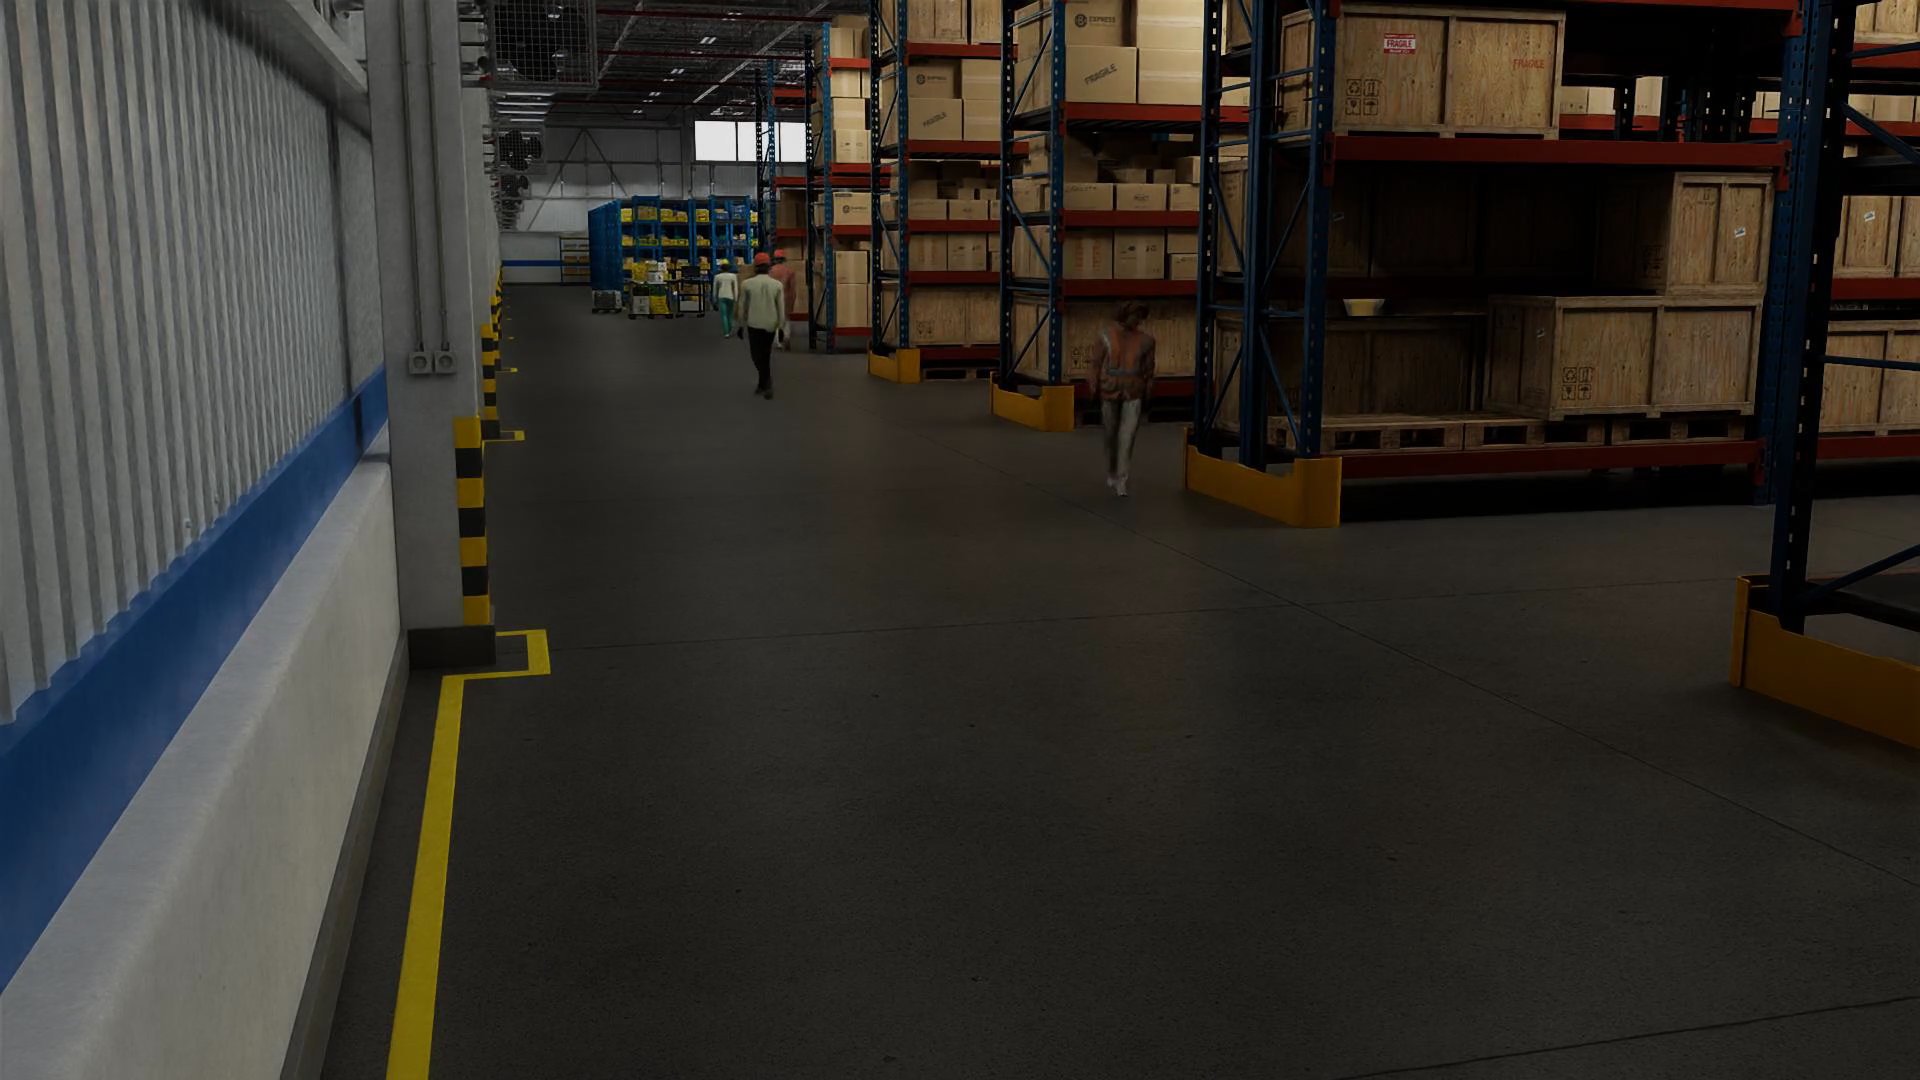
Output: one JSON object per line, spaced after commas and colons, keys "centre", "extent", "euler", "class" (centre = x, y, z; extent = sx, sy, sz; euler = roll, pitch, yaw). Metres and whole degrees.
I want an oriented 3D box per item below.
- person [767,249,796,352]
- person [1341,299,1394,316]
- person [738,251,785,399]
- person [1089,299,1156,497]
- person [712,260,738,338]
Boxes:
{"centre": [-3.506, -4.627, 32.203], "extent": [0.628, 1.953, 0.933], "euler": [-2, 10, -11], "class": "person"}
{"centre": [4.508, -2.119, 18.332], "extent": [0.621, 1.838, 0.429], "euler": [8, 13, 38], "class": "person"}
{"centre": [-2.634, -2.875, 22.270], "extent": [0.605, 1.969, 0.924], "euler": [-5, 11, -26], "class": "person"}
{"centre": [1.345, -1.190, 13.737], "extent": [0.532, 1.596, 0.768], "euler": [1, 10, 8], "class": "person"}
{"centre": [-5.222, -5.354, 36.971], "extent": [0.540, 1.714, 0.904], "euler": [-3, 11, -18], "class": "person"}
